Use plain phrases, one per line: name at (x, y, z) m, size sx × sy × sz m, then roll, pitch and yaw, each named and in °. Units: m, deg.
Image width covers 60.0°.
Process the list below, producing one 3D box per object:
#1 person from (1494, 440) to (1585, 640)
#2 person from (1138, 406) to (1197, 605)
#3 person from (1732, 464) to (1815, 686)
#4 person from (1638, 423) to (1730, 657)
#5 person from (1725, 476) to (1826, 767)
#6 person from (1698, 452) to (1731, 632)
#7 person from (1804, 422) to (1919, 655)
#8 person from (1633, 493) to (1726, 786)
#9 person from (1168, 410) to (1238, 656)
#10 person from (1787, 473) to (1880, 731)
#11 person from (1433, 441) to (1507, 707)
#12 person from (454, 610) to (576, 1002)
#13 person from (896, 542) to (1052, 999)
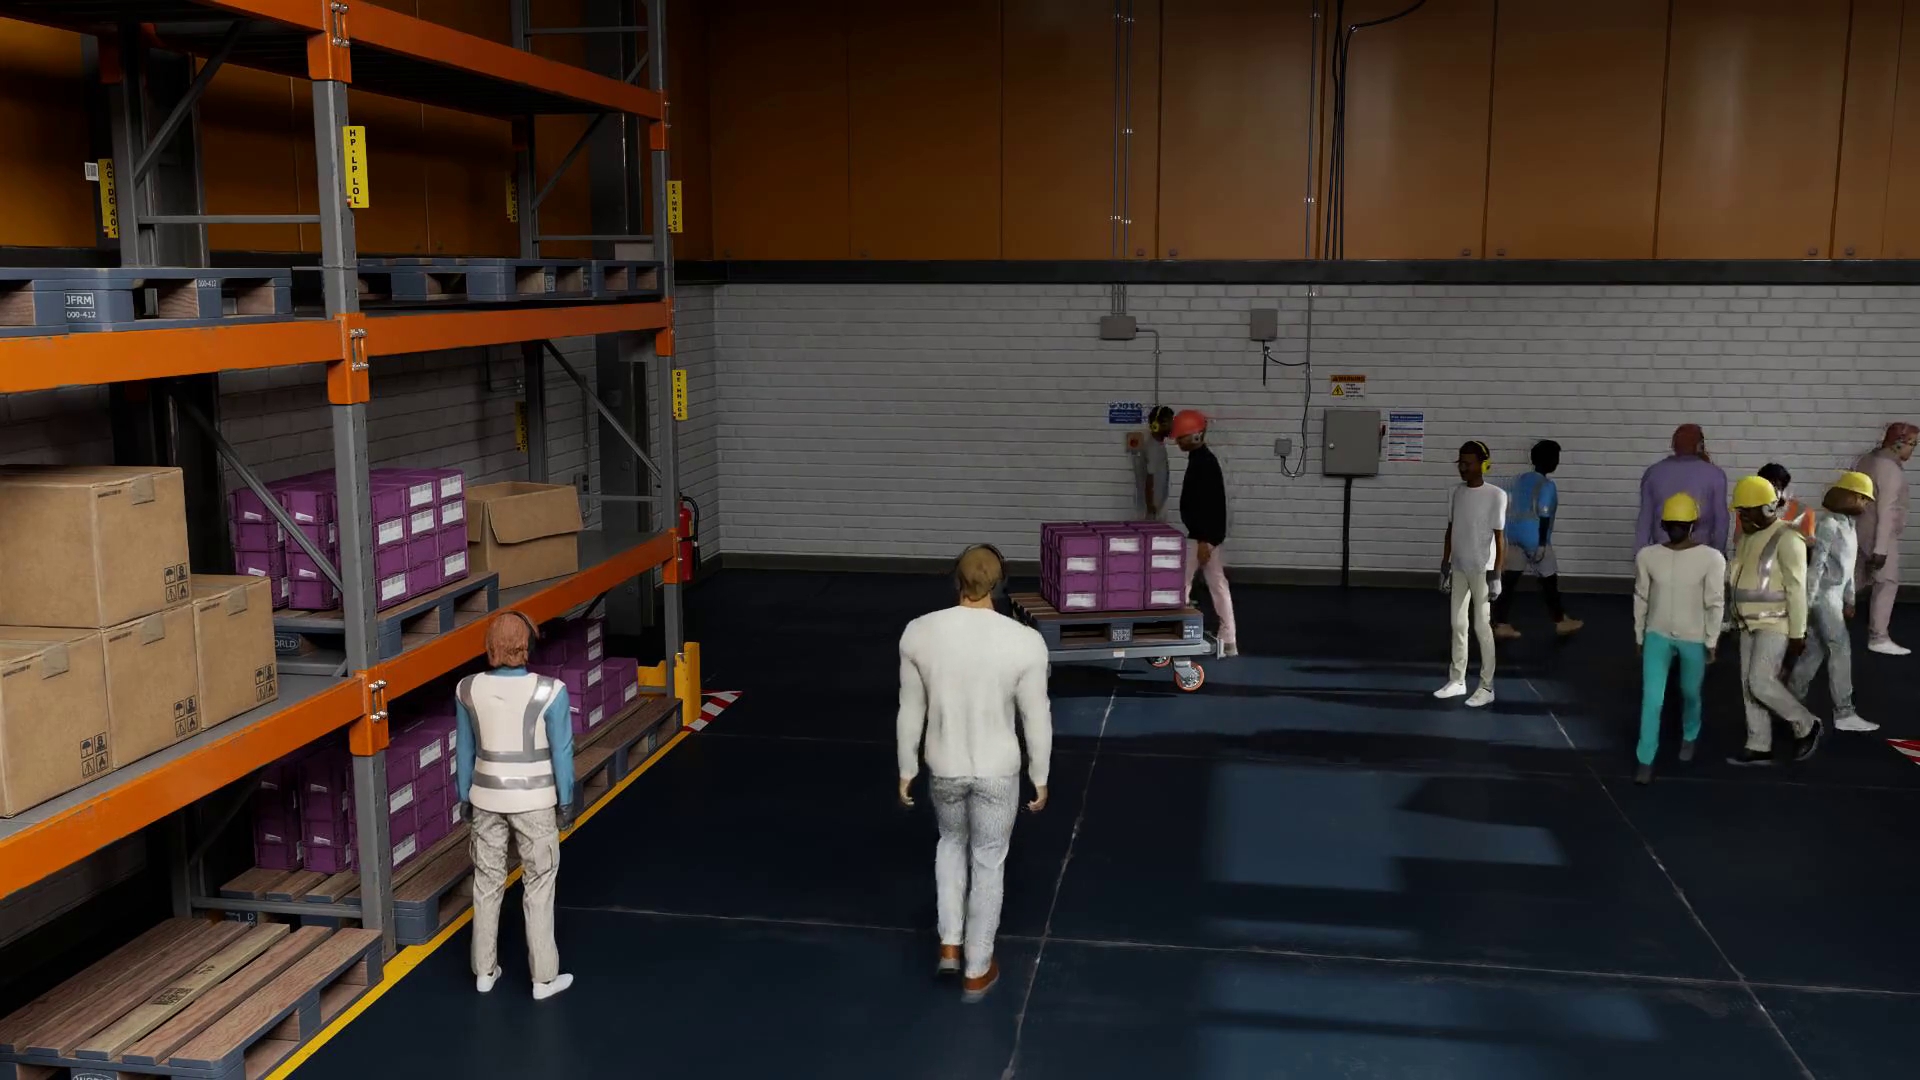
person at (4.782, 0.001, 13.648) m, size 0.850 × 1.644 × 0.531 m, roll -3°, pitch 10°, yaw -17°
person at (1.692, -0.306, 15.049) m, size 0.843 × 1.836 × 0.541 m, roll 3°, pitch 10°, yaw 16°
person at (5.862, 0.269, 12.033) m, size 0.548 × 1.648 × 0.745 m, roll 7°, pitch 11°, yaw 36°
person at (5.518, 0.039, 12.757) m, size 0.872 × 1.876 × 0.630 m, roll -8°, pitch 12°, yaw -40°
person at (4.917, 0.505, 10.129) m, size 0.553 × 1.796 × 0.627 m, roll -1°, pitch 9°, yaw -4°
person at (6.201, -0.019, 14.014) m, size 0.773 × 1.588 × 0.567 m, roll 5°, pitch 11°, yaw 29°
person at (7.124, -0.016, 13.121) m, size 0.761 × 1.870 × 0.704 m, roll 1°, pitch 9°, yaw 9°
person at (4.326, 0.559, 10.031) m, size 0.525 × 1.723 × 0.923 m, roll 6°, pitch 11°, yaw 31°
person at (1.798, -0.047, 13.063) m, size 0.894 × 1.938 × 0.669 m, roll 2°, pitch 9°, yaw 14°
person at (5.855, 0.410, 11.014) m, size 0.743 × 1.690 × 0.551 m, roll 8°, pitch 12°, yaw 42°
person at (3.581, 0.228, 11.659) m, size 0.317 × 1.861 × 0.514 m, roll -6°, pitch 11°, yaw -32°
person at (-1.868, 1.106, 6.966) m, size 0.529 × 1.628 × 0.321 m, roll 2°, pitch 9°, yaw 13°
person at (0.076, 0.954, 6.987) m, size 0.652 × 1.914 × 0.486 m, roll 2°, pitch 10°, yaw 15°
